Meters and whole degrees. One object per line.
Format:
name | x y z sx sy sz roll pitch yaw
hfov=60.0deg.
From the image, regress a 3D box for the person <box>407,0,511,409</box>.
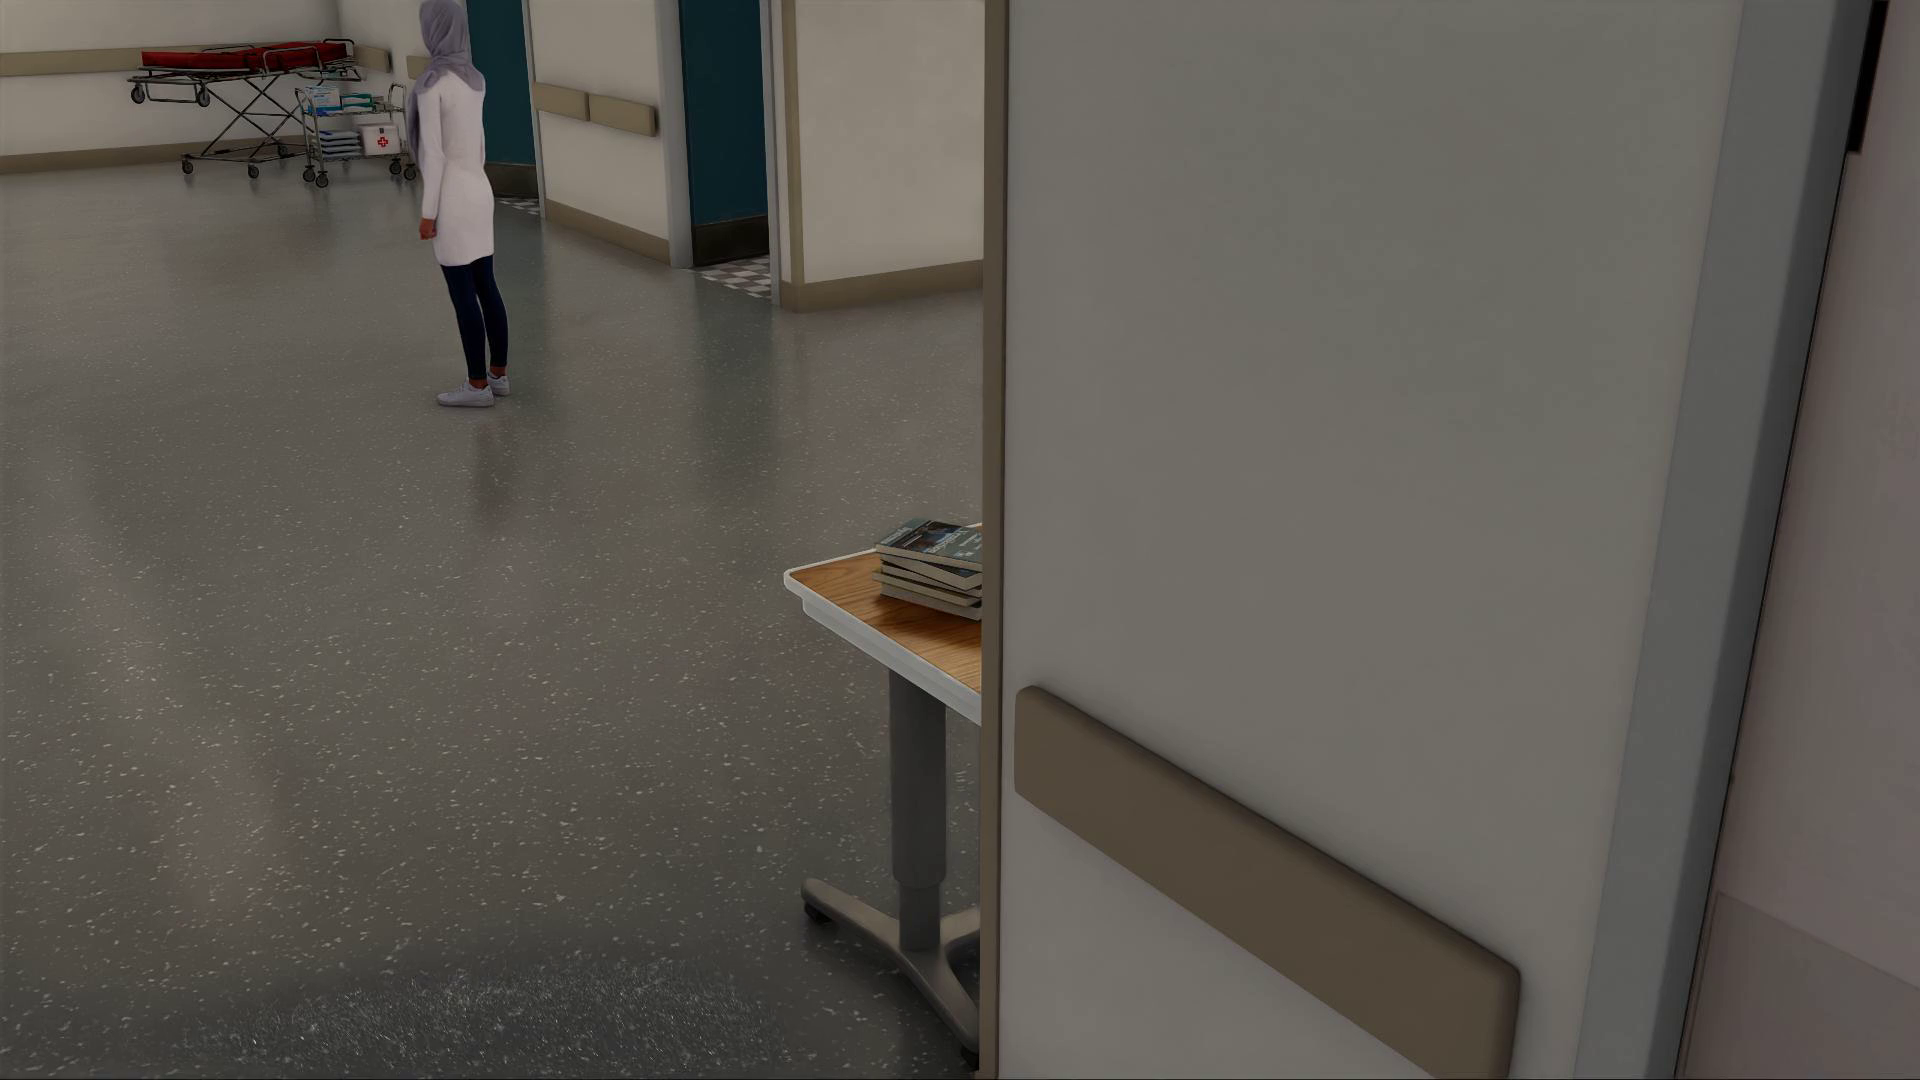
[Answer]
person | -2.221 -1.484 7.412 0.722 1.776 0.688 6 22 16
